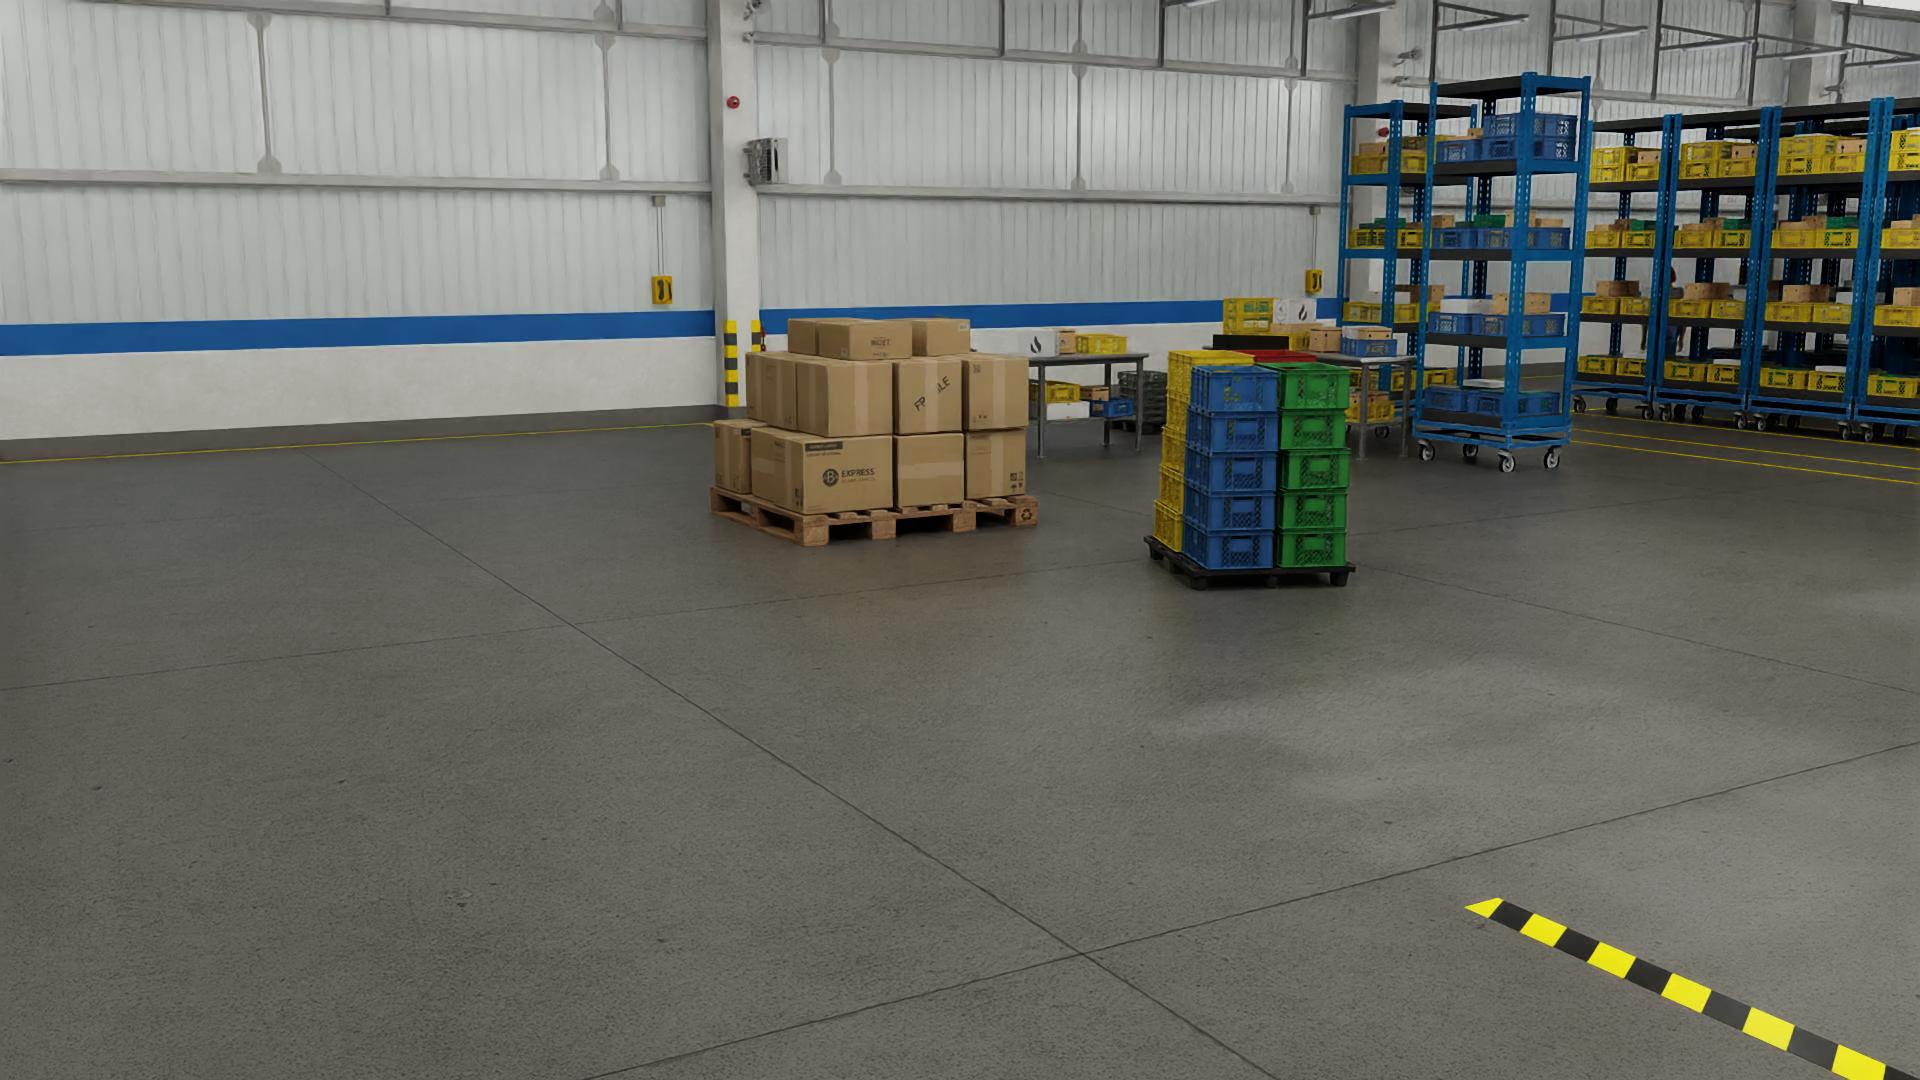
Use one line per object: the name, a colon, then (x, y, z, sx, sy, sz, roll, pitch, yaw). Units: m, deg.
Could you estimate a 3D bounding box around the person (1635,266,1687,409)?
person: (8.968, -2.572, 21.191, 0.396, 1.837, 0.565, -9, 13, -41)
